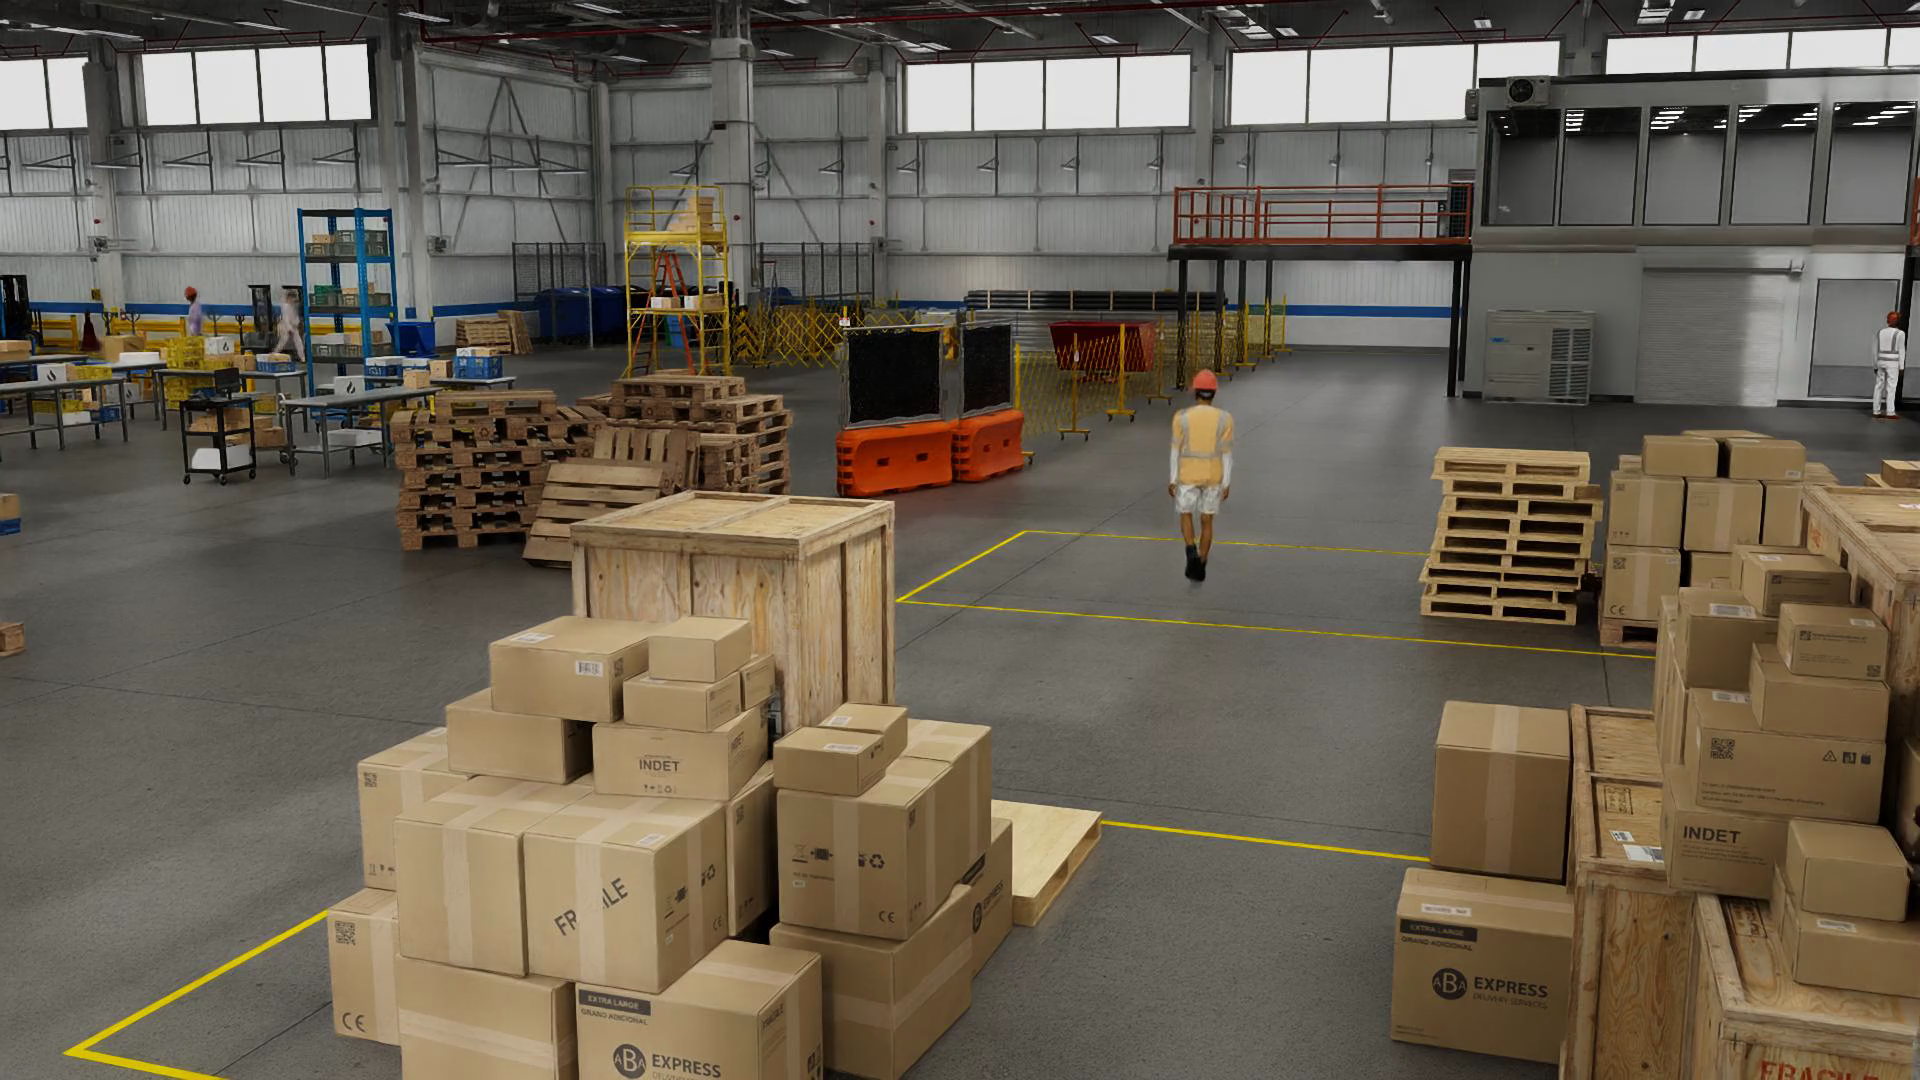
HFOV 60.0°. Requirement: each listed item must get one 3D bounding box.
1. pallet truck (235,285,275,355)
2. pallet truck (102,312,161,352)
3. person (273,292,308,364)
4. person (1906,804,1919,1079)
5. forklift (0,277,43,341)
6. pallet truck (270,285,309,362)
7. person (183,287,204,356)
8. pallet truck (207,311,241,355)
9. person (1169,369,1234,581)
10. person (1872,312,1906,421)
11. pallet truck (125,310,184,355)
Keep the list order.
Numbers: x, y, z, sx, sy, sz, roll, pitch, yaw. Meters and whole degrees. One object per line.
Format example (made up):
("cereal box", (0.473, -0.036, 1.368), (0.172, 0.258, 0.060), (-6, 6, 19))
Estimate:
("pallet truck", (-18.327, -5.835, 44.421), (0.823, 1.965, 1.885), (4, 11, 23))
("pallet truck", (-23.057, -5.777, 46.261), (0.680, 1.201, 1.601), (3, 11, 19))
("person", (-17.151, -5.404, 42.440), (1.012, 1.852, 0.650), (1, 10, 4))
("person", (2.241, 1.474, 3.690), (0.453, 1.856, 0.509), (6, 12, 32))
("forklift", (-27.151, -6.329, 46.328), (1.157, 1.987, 2.680), (3, 11, 17))
("pallet truck", (-17.147, -5.700, 43.663), (0.823, 1.965, 1.885), (3, 11, 17))
("person", (-18.482, -5.126, 40.330), (0.626, 2.029, 0.616), (-6, 12, -29))
("pallet truck", (-19.537, -5.575, 44.913), (0.653, 1.274, 1.630), (3, 11, 19))
("person", (2.170, -0.570, 14.972), (0.573, 1.925, 0.457), (1, 10, 6))
("person", (16.107, -3.009, 28.829), (0.355, 1.883, 0.573), (-4, 11, -23))
("pallet truck", (-22.038, -5.665, 45.457), (0.704, 1.261, 1.522), (3, 11, 17))
